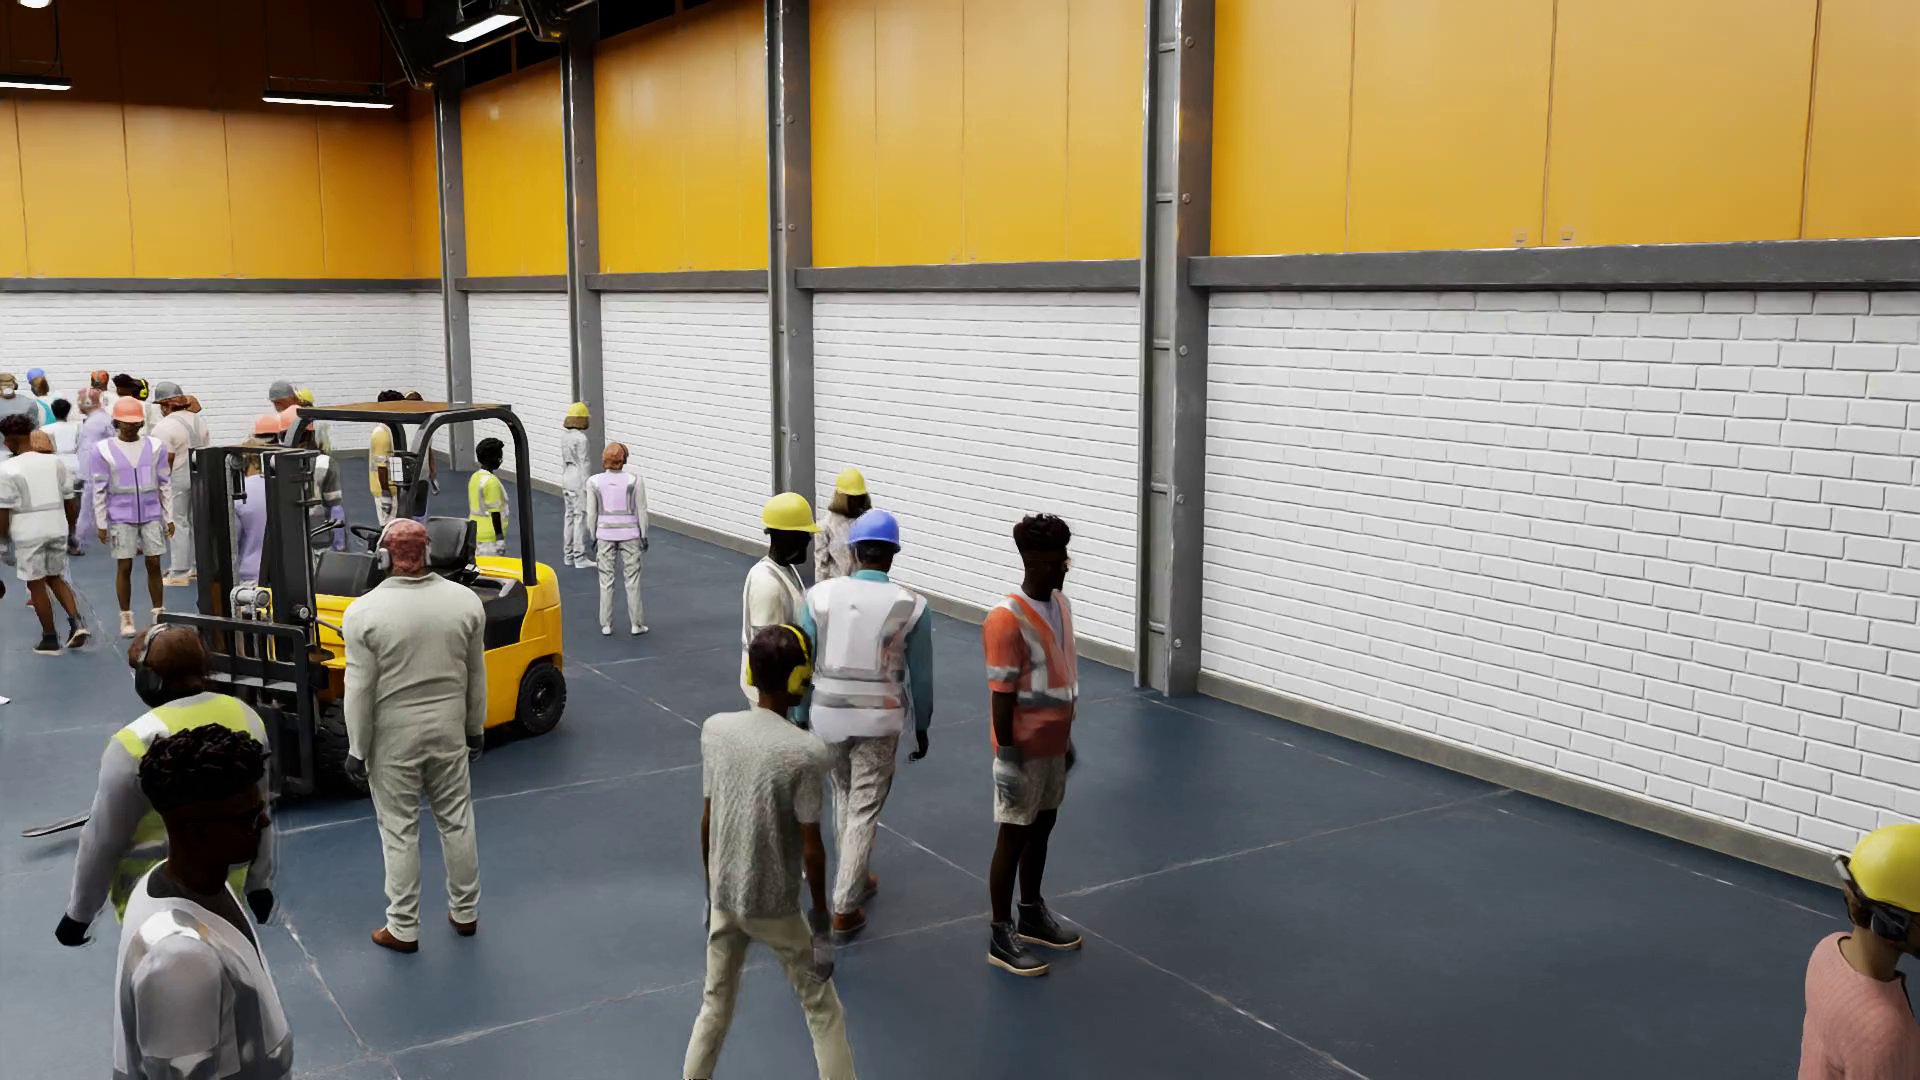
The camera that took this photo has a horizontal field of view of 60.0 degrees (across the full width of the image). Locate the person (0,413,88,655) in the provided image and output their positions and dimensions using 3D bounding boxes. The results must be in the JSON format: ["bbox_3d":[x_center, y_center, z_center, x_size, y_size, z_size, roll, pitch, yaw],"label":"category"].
[{"bbox_3d":[-7.330,-0.037,13.201,0.466,1.935,0.616,4,9,27],"label":"person"}]

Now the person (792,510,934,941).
[{"bbox_3d":[-0.414,0.816,7.586,0.621,1.890,0.806,3,9,19],"label":"person"}]

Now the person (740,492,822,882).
[{"bbox_3d":[-0.870,0.718,8.189,0.403,1.918,0.589,1,8,4],"label":"person"}]

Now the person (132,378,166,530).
[{"bbox_3d":[-9.883,-1.014,20.069,0.523,1.858,0.337,3,9,22],"label":"person"}]

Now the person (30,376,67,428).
[{"bbox_3d":[-11.744,-1.217,21.541,0.633,1.820,0.553,6,10,36],"label":"person"}]

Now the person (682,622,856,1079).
[{"bbox_3d":[-0.576,1.189,5.344,0.677,1.833,0.485,5,10,29],"label":"person"}]

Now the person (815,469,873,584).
[{"bbox_3d":[-0.719,0.393,10.988,0.489,1.727,0.397,-5,10,-31],"label":"person"}]

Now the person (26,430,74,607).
[{"bbox_3d":[-8.450,-0.197,15.341,0.500,1.623,0.305,-4,9,-27],"label":"person"}]

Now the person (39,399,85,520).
[{"bbox_3d":[-10.529,-0.832,19.528,0.884,1.636,0.539,8,11,42],"label":"person"}]

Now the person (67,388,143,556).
[{"bbox_3d":[-9.400,-0.724,18.108,0.984,1.853,0.651,-4,9,-23],"label":"person"}]

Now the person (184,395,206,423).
[{"bbox_3d":[-9.503,-0.983,20.593,0.499,1.633,0.286,5,10,28],"label":"person"}]

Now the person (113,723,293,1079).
[{"bbox_3d":[-1.666,1.363,3.711,0.378,1.962,0.609,-4,9,-23],"label":"person"}]

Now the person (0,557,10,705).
[{"bbox_3d":[-6.827,0.248,11.386,0.425,1.913,0.603,3,9,20],"label":"person"}]

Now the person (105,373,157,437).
[{"bbox_3d":[-9.958,-1.025,19.886,0.943,1.918,0.621,8,11,42],"label":"person"}]

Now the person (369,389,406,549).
[{"bbox_3d":[-5.534,-0.486,16.173,0.372,1.957,0.595,-1,9,-9],"label":"person"}]

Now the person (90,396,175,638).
[{"bbox_3d":[-6.906,-0.190,13.933,0.611,2.032,0.411,-7,11,-39],"label":"person"}]

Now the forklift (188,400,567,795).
[{"bbox_3d":[-3.529,0.258,10.348,1.214,2.155,2.313,4,9,25],"label":"forklift"}]

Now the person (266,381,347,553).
[{"bbox_3d":[-7.085,-0.761,17.735,1.148,2.000,0.691,4,9,25],"label":"person"}]

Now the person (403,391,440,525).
[{"bbox_3d":[-5.721,-0.635,17.479,0.328,1.865,0.519,8,12,43],"label":"person"}]

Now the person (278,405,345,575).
[{"bbox_3d":[-4.936,0.011,12.505,0.613,2.048,0.362,-2,9,-13],"label":"person"}]

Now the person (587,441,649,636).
[{"bbox_3d":[-2.869,-0.004,13.972,0.514,1.642,0.311,0,8,0],"label":"person"}]

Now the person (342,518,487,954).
[{"bbox_3d":[-2.406,0.850,7.335,0.652,1.904,0.403,-8,11,-42],"label":"person"}]

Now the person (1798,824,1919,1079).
[{"bbox_3d":[1.994,1.470,3.676,0.342,1.754,0.531,2,9,15],"label":"person"}]

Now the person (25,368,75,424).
[{"bbox_3d":[-12.072,-1.325,22.030,0.644,1.894,0.581,-4,9,-26],"label":"person"}]

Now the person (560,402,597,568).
[{"bbox_3d":[-4.018,-0.580,17.538,0.330,1.736,0.489,-7,11,-40],"label":"person"}]

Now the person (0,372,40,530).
[{"bbox_3d":[-11.538,-1.080,20.267,0.636,1.931,0.377,-6,10,-35],"label":"person"}]

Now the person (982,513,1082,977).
[{"bbox_3d":[0.321,0.851,7.119,0.361,1.962,0.614,5,10,30],"label":"person"}]

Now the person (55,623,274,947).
[{"bbox_3d":[-2.621,1.170,5.517,0.745,1.815,0.631,2,9,15],"label":"person"}]

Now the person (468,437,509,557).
[{"bbox_3d":[-3.913,-0.009,13.835,0.321,1.692,0.530,-5,10,-33],"label":"person"}]

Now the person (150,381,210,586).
[{"bbox_3d":[-7.758,-0.567,16.427,0.537,2.000,0.678,1,9,10],"label":"person"}]

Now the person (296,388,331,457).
[{"bbox_3d":[-7.677,-0.900,19.587,0.523,1.769,0.321,-2,9,-12],"label":"person"}]

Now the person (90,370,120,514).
[{"bbox_3d":[-11.173,-1.283,21.794,0.354,1.879,0.576,0,8,-2],"label":"person"}]
